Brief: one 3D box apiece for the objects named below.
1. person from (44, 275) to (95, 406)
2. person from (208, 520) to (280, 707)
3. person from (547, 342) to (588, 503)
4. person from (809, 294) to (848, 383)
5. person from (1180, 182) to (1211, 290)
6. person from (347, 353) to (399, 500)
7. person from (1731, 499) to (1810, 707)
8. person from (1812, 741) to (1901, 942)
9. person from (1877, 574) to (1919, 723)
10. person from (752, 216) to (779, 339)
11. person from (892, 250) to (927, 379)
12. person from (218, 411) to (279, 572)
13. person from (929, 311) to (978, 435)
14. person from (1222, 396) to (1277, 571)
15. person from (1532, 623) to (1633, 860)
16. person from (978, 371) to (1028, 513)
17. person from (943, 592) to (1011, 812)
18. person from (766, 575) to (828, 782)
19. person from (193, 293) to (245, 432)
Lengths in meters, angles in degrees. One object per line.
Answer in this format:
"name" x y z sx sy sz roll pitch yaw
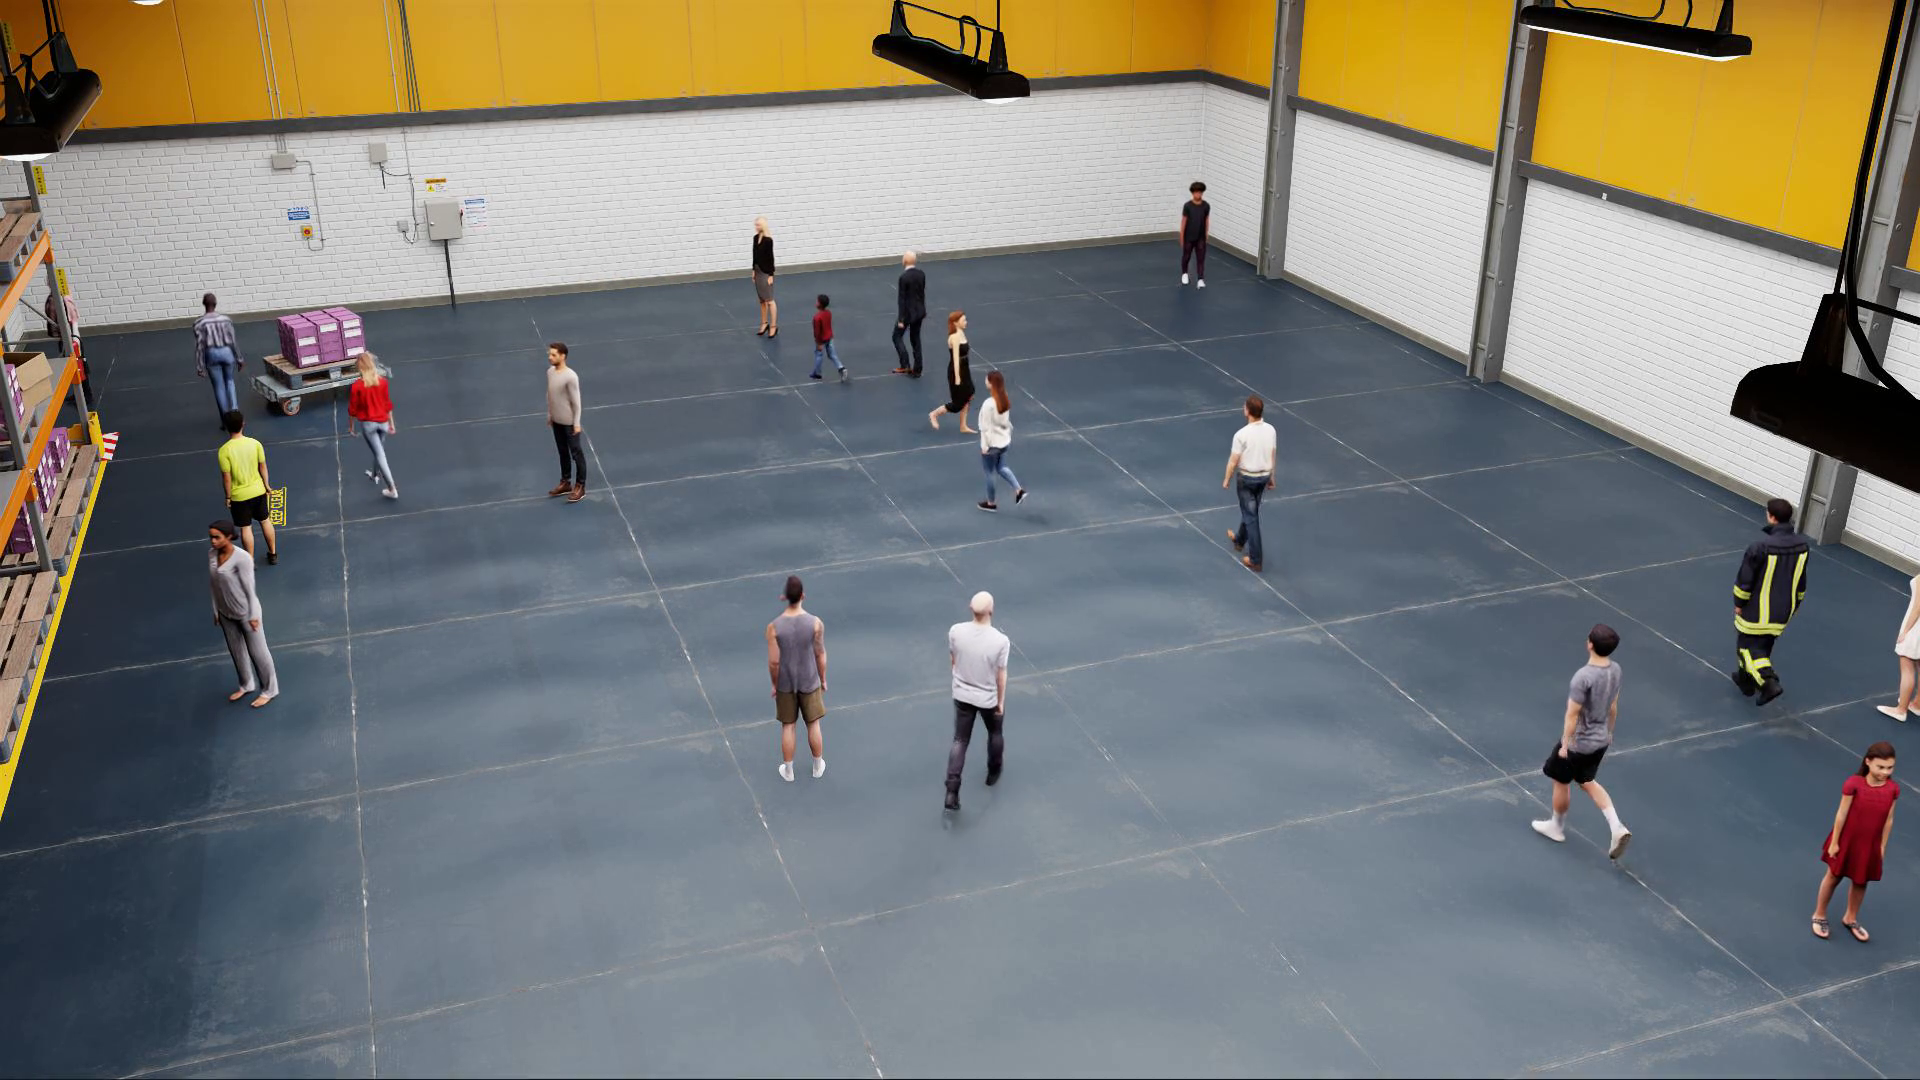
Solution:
"person" -11.875 -2.690 22.135 0.682 1.803 0.790 20 31 38
"person" -6.354 0.613 14.668 0.702 1.733 0.748 9 25 20
"person" -4.514 -1.373 19.042 0.708 1.868 0.807 16 28 32
"person" -1.830 -2.790 23.067 0.888 1.241 0.754 16 28 33
"person" 3.884 -5.083 27.690 0.858 1.739 1.173 -2 24 -4
"person" -6.662 -1.270 19.057 1.119 1.666 0.938 18 30 36
"person" 7.079 0.592 14.509 0.895 1.899 1.077 -3 24 -7
"person" 6.250 2.072 11.558 0.664 1.549 0.722 3 24 8
"person" 8.319 0.753 14.378 0.572 1.709 0.535 -11 26 -23
"person" -2.929 -3.941 24.948 0.624 1.843 0.744 22 32 40
"person" -0.630 -3.115 23.129 0.822 1.786 0.823 -21 31 -40
"person" -7.418 -0.523 17.298 0.696 1.708 0.665 -21 31 -40
"person" -0.095 -2.096 21.018 0.909 1.610 0.884 7 25 16
"person" 3.077 -0.566 17.244 0.751 1.828 1.037 -11 26 -23
"person" 4.745 1.535 12.418 0.777 1.846 1.074 -14 27 -28
"person" 0.475 -1.066 18.579 0.977 1.676 0.869 17 29 33
"person" 0.096 1.273 13.052 1.103 1.817 1.262 6 24 14
"person" -1.315 1.136 13.452 0.658 1.841 0.616 -5 24 -11
"person" -9.348 -2.227 21.110 0.814 1.776 0.784 -21 31 -40
